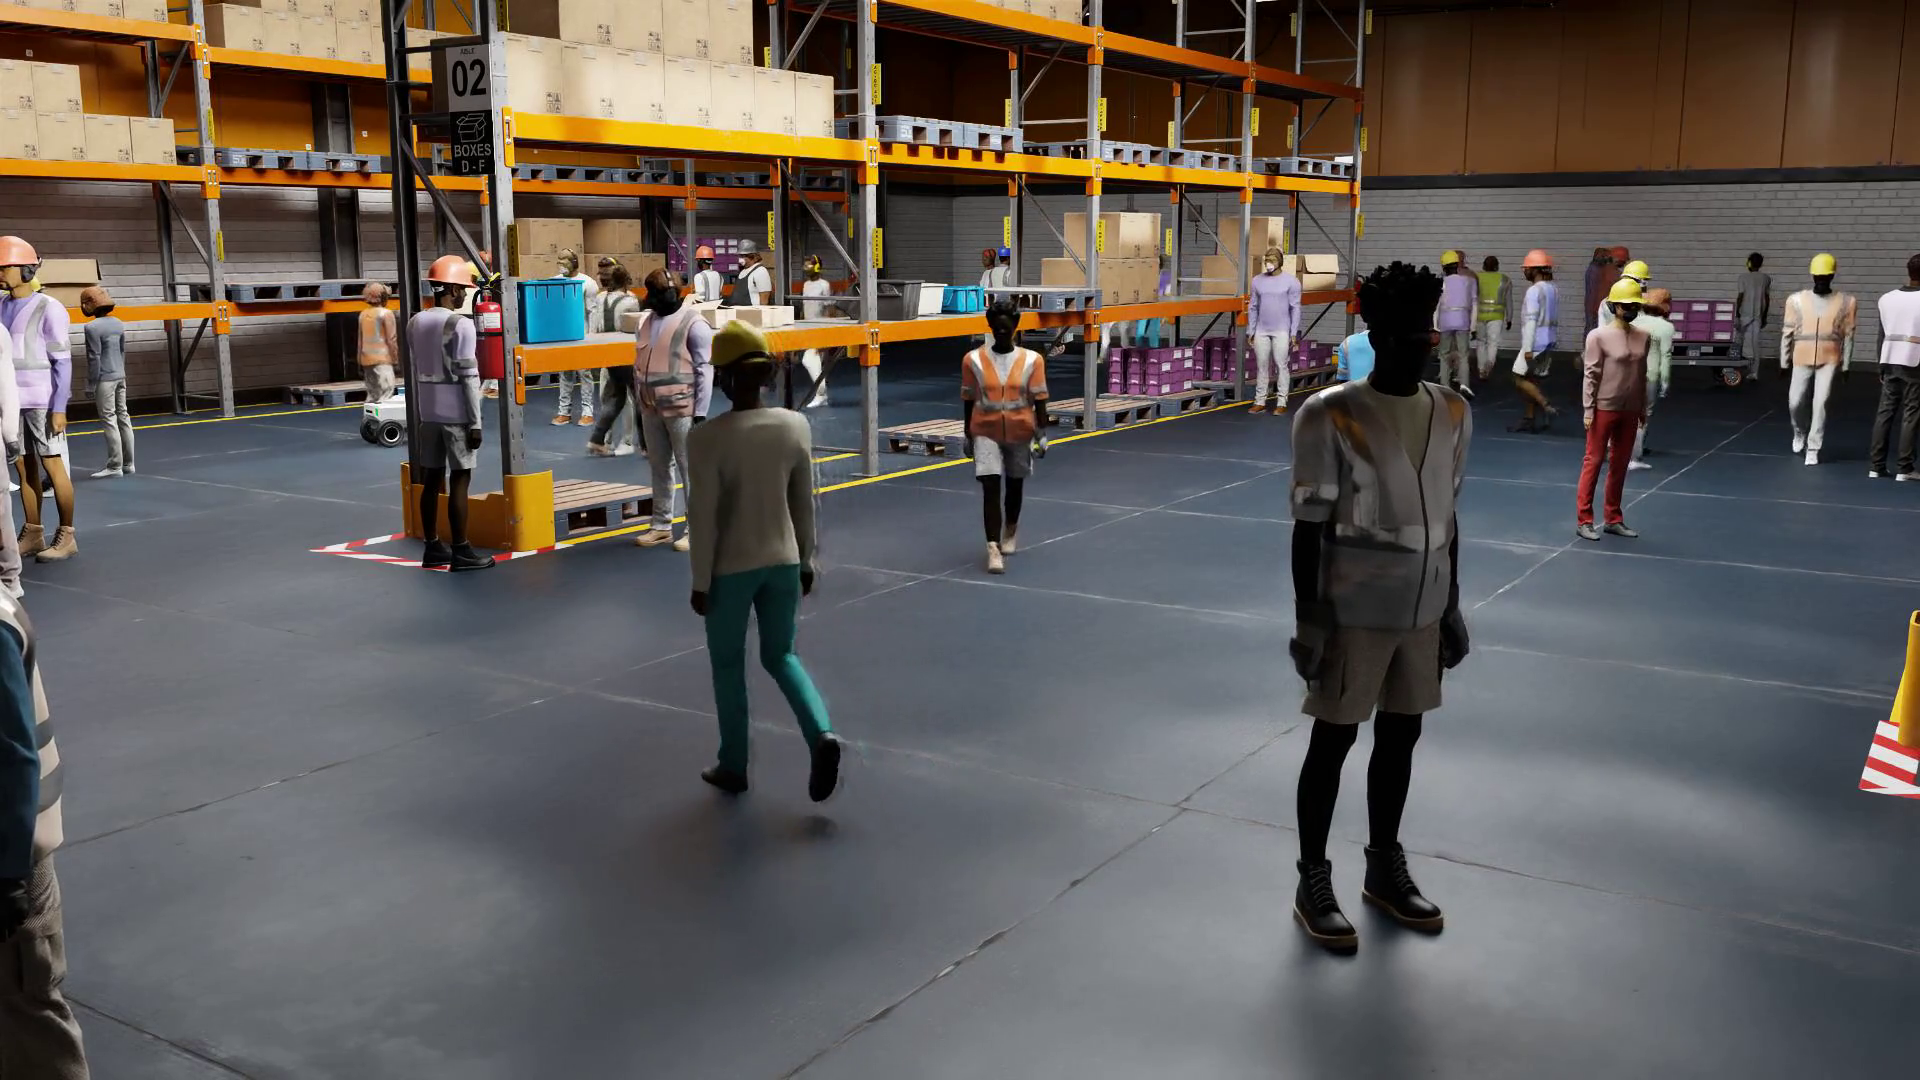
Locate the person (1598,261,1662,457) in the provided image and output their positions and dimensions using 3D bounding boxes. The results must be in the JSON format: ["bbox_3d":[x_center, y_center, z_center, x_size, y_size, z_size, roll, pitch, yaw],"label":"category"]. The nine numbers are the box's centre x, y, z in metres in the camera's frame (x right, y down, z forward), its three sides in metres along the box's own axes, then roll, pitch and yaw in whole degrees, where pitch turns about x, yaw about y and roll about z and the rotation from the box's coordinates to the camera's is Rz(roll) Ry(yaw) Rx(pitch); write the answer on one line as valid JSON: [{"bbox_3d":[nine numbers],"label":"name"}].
[{"bbox_3d":[6.265,-1.688,15.567,0.593,1.828,0.403,8,13,37],"label":"person"}]

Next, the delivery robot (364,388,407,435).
[{"bbox_3d":[-5.521,-1.270,16.525,0.707,0.478,0.477,-8,13,-39],"label":"delivery robot"}]

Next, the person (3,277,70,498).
[{"bbox_3d":[-7.280,-1.211,13.106,0.326,1.767,0.533,-9,14,-41],"label":"person"}]

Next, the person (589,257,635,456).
[{"bbox_3d":[-3.270,-1.721,15.675,0.541,1.864,0.367,7,12,32],"label":"person"}]

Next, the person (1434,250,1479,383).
[{"bbox_3d":[7.038,-3.164,23.619,0.671,1.872,0.456,-3,11,-19],"label":"person"}]

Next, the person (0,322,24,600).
[{"bbox_3d":[-5.537,-0.571,9.167,0.642,1.909,0.399,-8,13,-37],"label":"person"}]

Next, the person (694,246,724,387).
[{"bbox_3d":[-3.478,-3.053,22.823,0.349,1.940,0.551,5,12,27],"label":"person"}]

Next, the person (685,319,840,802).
[{"bbox_3d":[-0.710,0.091,5.927,0.537,1.746,0.660,-8,13,-38],"label":"person"}]

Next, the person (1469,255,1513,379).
[{"bbox_3d":[7.673,-3.222,24.142,0.637,1.813,0.848,4,11,20],"label":"person"}]

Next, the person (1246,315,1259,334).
[{"bbox_3d":[4.618,-3.543,25.591,1.071,1.929,0.623,-10,14,-44],"label":"person"}]

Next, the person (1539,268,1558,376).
[{"bbox_3d":[8.687,-3.269,24.872,0.278,1.634,0.498,-7,12,-33],"label":"person"}]

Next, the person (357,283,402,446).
[{"bbox_3d":[-5.837,-1.755,16.610,0.689,1.602,0.472,7,12,35],"label":"person"}]

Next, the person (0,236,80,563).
[{"bbox_3d":[-5.863,-0.873,10.466,0.605,2.044,0.374,4,11,20],"label":"person"}]

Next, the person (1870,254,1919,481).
[{"bbox_3d":[8.002,-1.454,14.047,0.383,1.912,0.591,-5,11,-26],"label":"person"}]

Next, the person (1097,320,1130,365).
[{"bbox_3d":[2.504,-3.729,26.925,0.642,1.812,0.768,6,12,32],"label":"person"}]

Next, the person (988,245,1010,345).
[{"bbox_3d":[0.679,-3.480,25.172,0.384,1.949,0.604,-9,13,-39],"label":"person"}]

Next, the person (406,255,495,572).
[{"bbox_3d":[-3.111,-0.768,10.201,0.539,1.929,0.380,6,12,30],"label":"person"}]

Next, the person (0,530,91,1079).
[{"bbox_3d":[-1.945,0.621,3.300,0.312,1.639,0.520,-10,14,-43],"label":"person"}]

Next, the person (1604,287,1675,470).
[{"bbox_3d":[5.948,-1.400,14.557,0.486,1.609,0.544,-5,12,-28],"label":"person"}]

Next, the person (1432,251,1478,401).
[{"bbox_3d":[6.261,-2.707,21.059,0.614,1.894,0.706,1,10,4],"label":"person"}]

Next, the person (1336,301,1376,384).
[{"bbox_3d":[2.742,-0.819,11.116,0.322,1.698,0.533,-7,12,-33],"label":"person"}]

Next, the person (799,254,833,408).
[{"bbox_3d":[-1.794,-2.510,20.052,0.488,1.853,0.527,-6,12,-31],"label":"person"}]

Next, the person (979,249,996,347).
[{"bbox_3d":[0.483,-3.641,26.233,0.354,1.887,0.573,-5,11,-27],"label":"person"}]

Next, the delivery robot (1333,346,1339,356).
[{"bbox_3d":[6.010,-2.818,25.104,0.707,0.478,0.477,-1,10,-7],"label":"delivery robot"}]

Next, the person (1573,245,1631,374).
[{"bbox_3d":[9.587,-3.411,24.785,0.866,1.951,0.646,-2,10,-9],"label":"person"}]

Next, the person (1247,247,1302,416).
[{"bbox_3d":[3.618,-2.404,19.232,0.635,1.937,0.352,7,12,34],"label":"person"}]

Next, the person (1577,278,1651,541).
[{"bbox_3d":[4.446,-0.877,11.251,0.533,1.767,0.324,-4,11,-20],"label":"person"}]

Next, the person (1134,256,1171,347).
[{"bbox_3d":[2.858,-3.411,25.175,0.642,1.806,0.615,7,12,32],"label":"person"}]

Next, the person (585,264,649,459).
[{"bbox_3d":[-3.125,-1.636,15.389,0.562,1.809,0.568,9,14,42],"label":"person"}]

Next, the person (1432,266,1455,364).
[{"bbox_3d":[7.942,-3.766,27.070,0.586,1.835,0.403,-6,12,-29],"label":"person"}]

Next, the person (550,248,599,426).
[{"bbox_3d":[-4.231,-2.206,18.156,0.627,1.934,0.372,3,11,18],"label":"person"}]

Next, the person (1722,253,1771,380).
[{"bbox_3d":[11.542,-3.279,24.370,0.560,1.827,0.951,0,10,1],"label":"person"}]

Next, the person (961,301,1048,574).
[{"bbox_3d":[0.275,-0.670,10.403,0.539,1.660,0.851,0,10,-2],"label":"person"}]

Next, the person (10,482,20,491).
[{"bbox_3d":[-7.818,-1.303,13.222,0.405,1.906,0.652,4,11,21],"label":"person"}]

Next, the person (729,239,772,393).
[{"bbox_3d":[-2.802,-2.967,22.071,0.535,2.000,0.688,-6,12,-30],"label":"person"}]

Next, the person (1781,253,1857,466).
[{"bbox_3d":[7.797,-1.646,15.135,0.590,1.910,0.642,6,12,31],"label":"person"}]

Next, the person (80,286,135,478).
[{"bbox_3d":[-7.305,-1.347,14.224,0.281,1.633,0.499,0,10,3],"label":"person"}]

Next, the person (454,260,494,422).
[{"bbox_3d":[-5.350,-2.160,18.235,0.620,1.809,0.546,2,10,9],"label":"person"}]

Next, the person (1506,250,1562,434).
[{"bbox_3d":[6.002,-2.041,17.265,0.493,1.920,0.550,9,14,40],"label":"person"}]

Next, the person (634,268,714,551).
[{"bbox_3d":[-1.898,-0.848,10.892,0.625,1.840,0.430,7,12,34],"label":"person"}]

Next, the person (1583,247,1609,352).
[{"bbox_3d":[10.409,-3.821,27.195,0.407,1.902,0.639,3,11,17],"label":"person"}]

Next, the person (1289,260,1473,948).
[{"bbox_3d":[1.217,0.186,4.803,0.613,1.963,0.362,-5,11,-24],"label":"person"}]

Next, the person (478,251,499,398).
[{"bbox_3d":[-6.034,-2.766,21.395,0.352,1.881,0.576,-7,12,-33],"label":"person"}]
